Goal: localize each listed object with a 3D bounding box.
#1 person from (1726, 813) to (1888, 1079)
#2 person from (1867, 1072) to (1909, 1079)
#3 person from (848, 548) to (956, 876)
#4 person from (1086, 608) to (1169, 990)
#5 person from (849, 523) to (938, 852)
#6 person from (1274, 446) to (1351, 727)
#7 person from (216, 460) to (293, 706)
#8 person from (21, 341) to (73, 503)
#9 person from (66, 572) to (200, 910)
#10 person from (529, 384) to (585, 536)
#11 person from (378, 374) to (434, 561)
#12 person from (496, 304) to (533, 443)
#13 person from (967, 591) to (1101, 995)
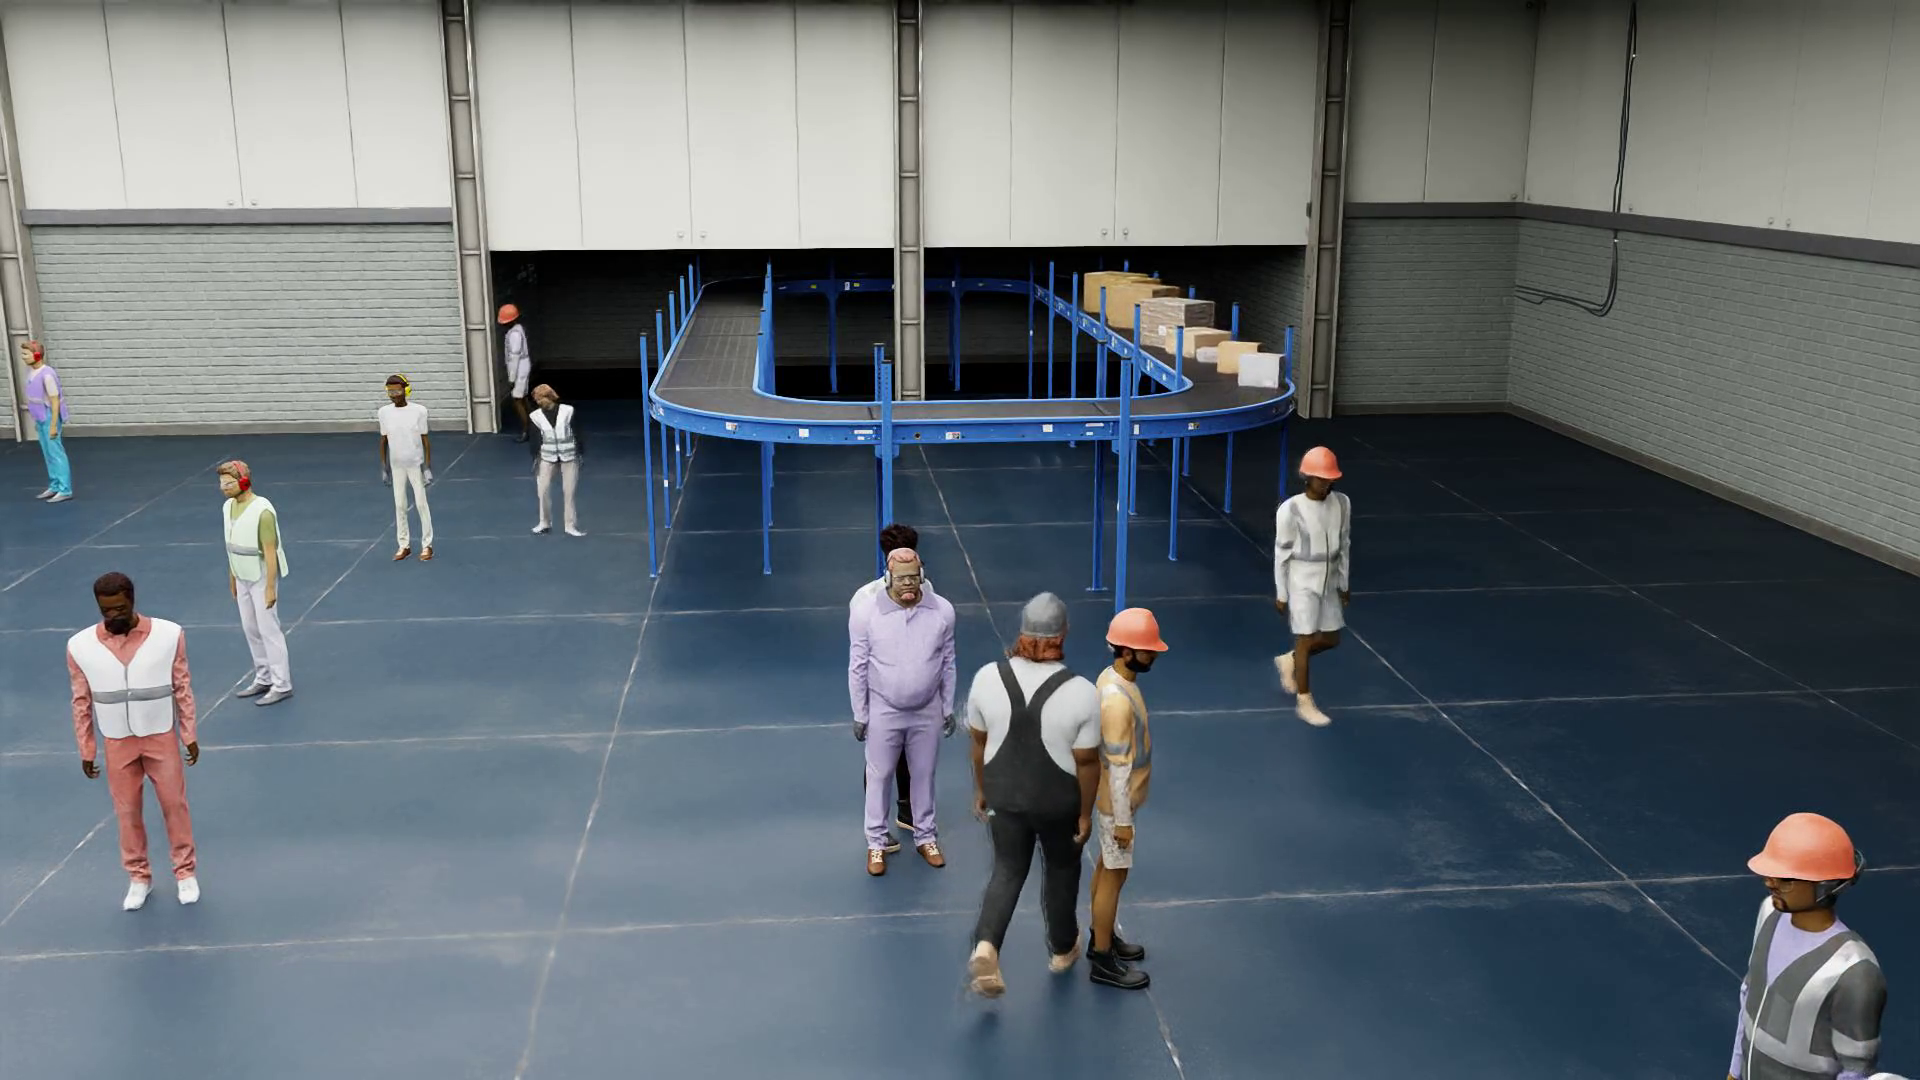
[{"bbox_3d":[2.771,1.883,5.615,0.385,2.041,0.615,-1,14,-5],"label":"person"},{"bbox_3d":[2.770,2.195,4.702,0.362,1.879,0.669,-6,15,-21],"label":"person"},{"bbox_3d":[-0.314,0.973,9.533,0.641,1.909,0.409,-4,15,-16],"label":"person"},{"bbox_3d":[0.826,1.268,8.295,0.377,1.932,0.552,1,14,3],"label":"person"},{"bbox_3d":[-0.372,0.856,9.879,0.367,1.967,0.606,13,19,43],"label":"person"},{"bbox_3d":[2.506,0.304,11.966,0.632,2.031,0.632,-7,16,-25],"label":"person"},{"bbox_3d":[-5.238,0.303,12.375,0.572,1.831,0.403,10,17,36],"label":"person"},{"bbox_3d":[-10.381,-1.349,18.944,0.564,1.846,0.391,13,19,43],"label":"person"},{"bbox_3d":[-4.501,1.081,9.108,0.604,1.906,0.405,-5,15,-20],"label":"person"},{"bbox_3d":[-4.219,-0.833,17.365,0.617,1.615,0.343,-2,14,-6],"label":"person"},{"bbox_3d":[-5.445,-0.711,16.365,0.504,1.864,0.324,0,14,0],"label":"person"},{"bbox_3d":[-6.010,-2.275,22.584,0.434,1.889,0.737,-3,14,-10],"label":"person"},{"bbox_3d":[0.353,1.243,8.183,0.694,2.000,0.811,5,15,20],"label":"person"}]
